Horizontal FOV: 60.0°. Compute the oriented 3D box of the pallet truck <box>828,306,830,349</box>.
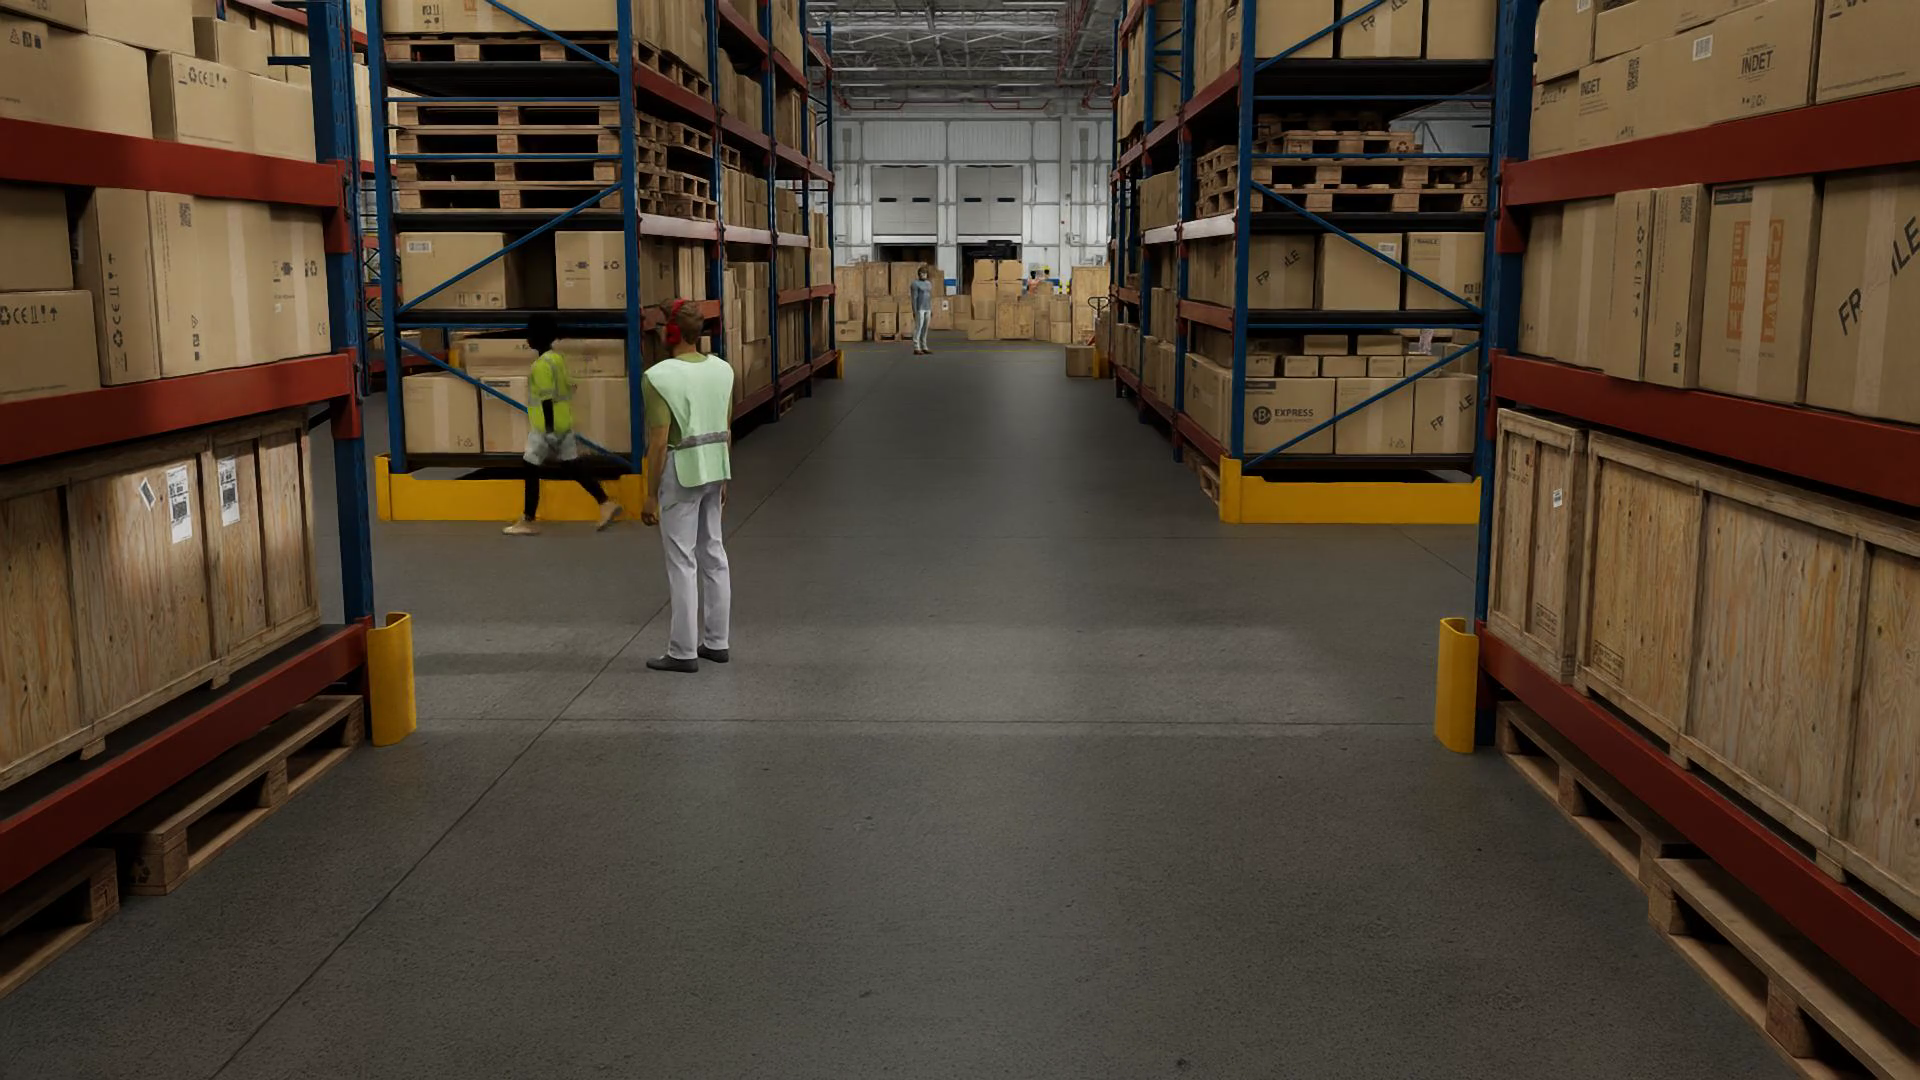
[{"bbox_3d":[-3.100,-3.940,29.800,1.885,1.965,0.823,3,10,19],"label":"pallet truck"}]

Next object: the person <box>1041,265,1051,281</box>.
[{"bbox_3d":[3.465,-10.300,68.143,0.520,1.909,0.601,2,10,13],"label":"person"}]

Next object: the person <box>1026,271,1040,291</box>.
[{"bbox_3d":[2.838,-9.598,64.594,0.541,1.696,0.315,-2,10,-11],"label":"person"}]

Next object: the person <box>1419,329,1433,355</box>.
[{"bbox_3d":[9.394,-4.512,33.235,0.394,1.994,0.612,0,9,-1],"label":"person"}]

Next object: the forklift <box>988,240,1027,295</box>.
[{"bbox_3d":[1.451,-9.341,59.516,1.129,2.768,1.873,9,13,44],"label":"forklift"}]

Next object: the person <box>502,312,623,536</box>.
[{"bbox_3d":[-2.962,-0.854,12.307,0.831,1.667,0.522,1,9,4],"label":"person"}]

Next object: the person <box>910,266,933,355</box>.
[{"bbox_3d":[-0.828,-5.025,36.479,0.355,1.936,0.636,7,12,37],"label":"person"}]

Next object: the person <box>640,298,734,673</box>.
[{"bbox_3d":[-1.336,-0.266,8.234,0.389,1.850,0.567,6,11,34],"label":"person"}]
